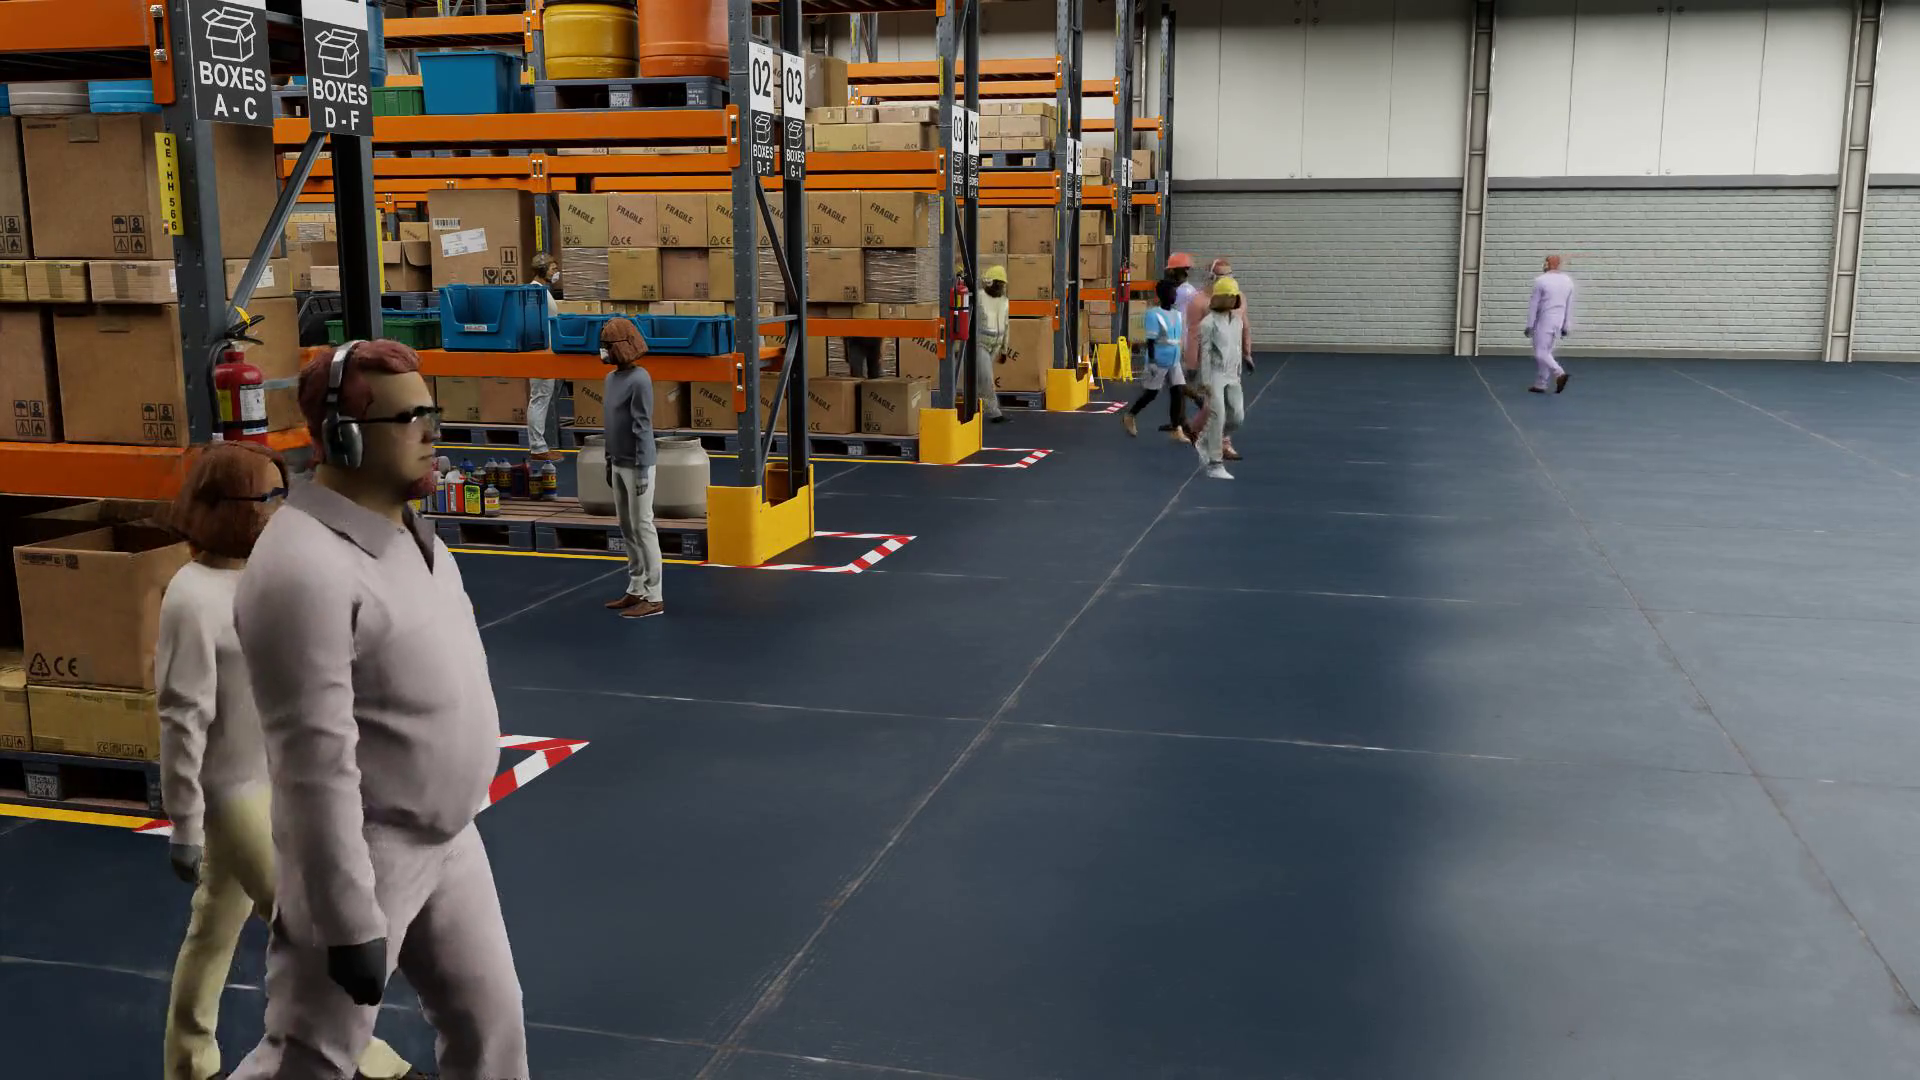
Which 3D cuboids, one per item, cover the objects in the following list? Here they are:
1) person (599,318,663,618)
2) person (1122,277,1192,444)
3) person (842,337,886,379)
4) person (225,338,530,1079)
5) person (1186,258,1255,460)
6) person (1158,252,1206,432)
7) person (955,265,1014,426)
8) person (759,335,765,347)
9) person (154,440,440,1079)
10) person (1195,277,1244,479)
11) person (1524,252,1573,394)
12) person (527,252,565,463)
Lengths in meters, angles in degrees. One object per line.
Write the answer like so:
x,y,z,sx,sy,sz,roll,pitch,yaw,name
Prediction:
-1.803,-0.390,9.057,0.280,1.624,0.493,-7,13,-35,person
2.009,-1.819,16.827,0.535,1.674,0.765,-9,13,-39,person
-1.042,-2.115,18.097,0.510,1.818,0.833,0,10,1,person
-1.151,0.562,3.095,0.936,1.878,0.648,0,10,1,person
2.403,-1.717,15.724,0.653,1.879,0.876,-7,12,-33,person
2.415,-2.081,17.634,0.594,1.915,0.551,3,11,18,person
0.247,-2.172,18.536,0.618,1.781,0.908,-9,14,-42,person
-2.421,-2.529,19.781,0.405,2.035,0.606,2,10,13,person
-1.506,0.570,3.779,0.801,1.592,0.523,0,10,-2,person
2.214,-1.397,14.331,0.483,1.735,0.474,-8,13,-36,person
7.831,-2.863,22.021,0.644,1.887,0.765,-5,11,-27,person
-3.854,-1.674,15.339,0.375,1.931,0.625,-3,11,-15,person
